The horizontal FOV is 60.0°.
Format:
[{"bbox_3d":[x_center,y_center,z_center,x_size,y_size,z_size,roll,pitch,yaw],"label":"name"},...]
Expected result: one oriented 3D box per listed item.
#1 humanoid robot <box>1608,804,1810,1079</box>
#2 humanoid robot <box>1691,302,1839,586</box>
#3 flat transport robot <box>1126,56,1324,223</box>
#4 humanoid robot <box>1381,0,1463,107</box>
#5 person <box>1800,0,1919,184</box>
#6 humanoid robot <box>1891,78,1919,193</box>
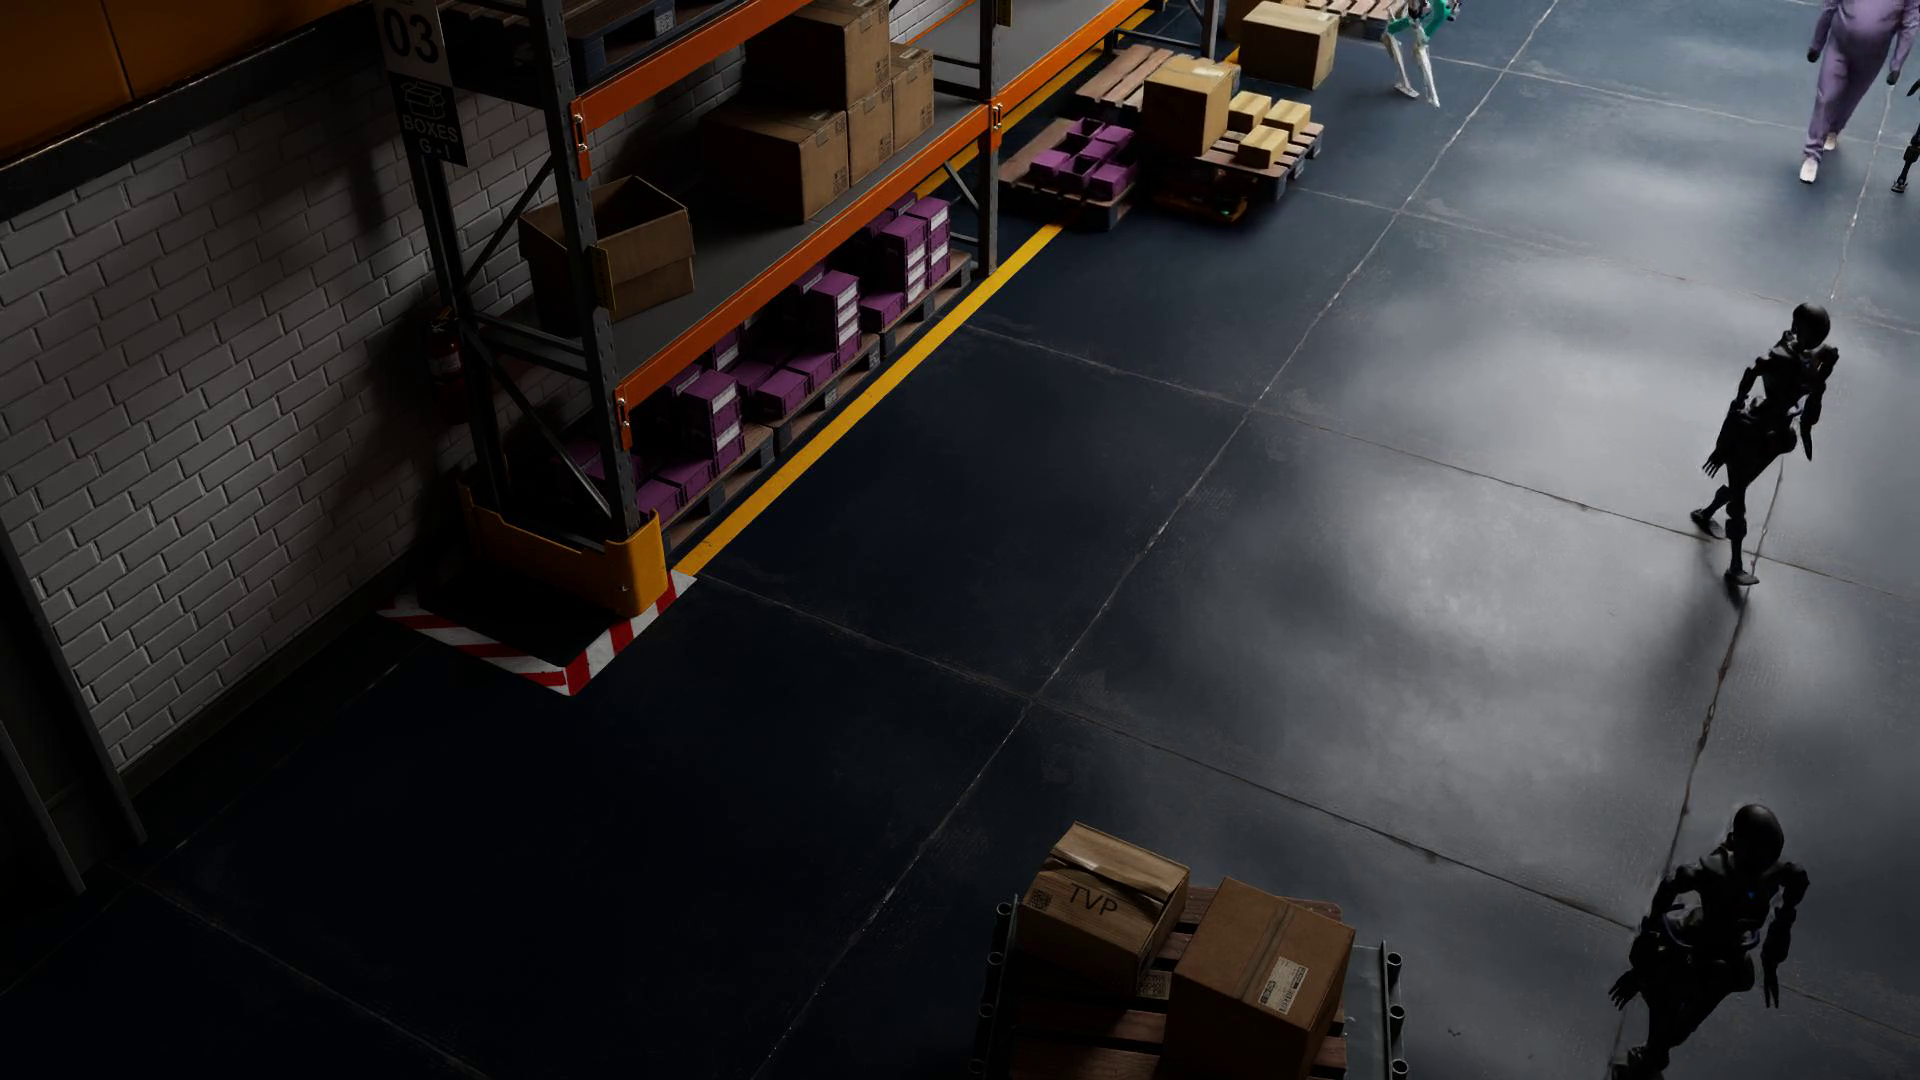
[{"bbox_3d":[2.749,1.576,6.129,0.610,1.645,0.492,-2,39,-2],"label":"humanoid robot"},{"bbox_3d":[4.289,-0.545,8.804,0.609,1.624,0.755,-10,40,-12],"label":"humanoid robot"},{"bbox_3d":[2.062,-2.873,12.811,0.659,0.231,1.431,19,42,22],"label":"flat transport robot"},{"bbox_3d":[3.764,-4.419,13.565,0.550,1.777,0.794,-16,41,-19],"label":"humanoid robot"},{"bbox_3d":[6.811,-3.728,12.604,0.656,1.865,0.958,15,41,18],"label":"person"},{"bbox_3d":[7.327,-3.338,12.254,0.315,1.657,0.599,-31,48,-33],"label":"humanoid robot"}]
